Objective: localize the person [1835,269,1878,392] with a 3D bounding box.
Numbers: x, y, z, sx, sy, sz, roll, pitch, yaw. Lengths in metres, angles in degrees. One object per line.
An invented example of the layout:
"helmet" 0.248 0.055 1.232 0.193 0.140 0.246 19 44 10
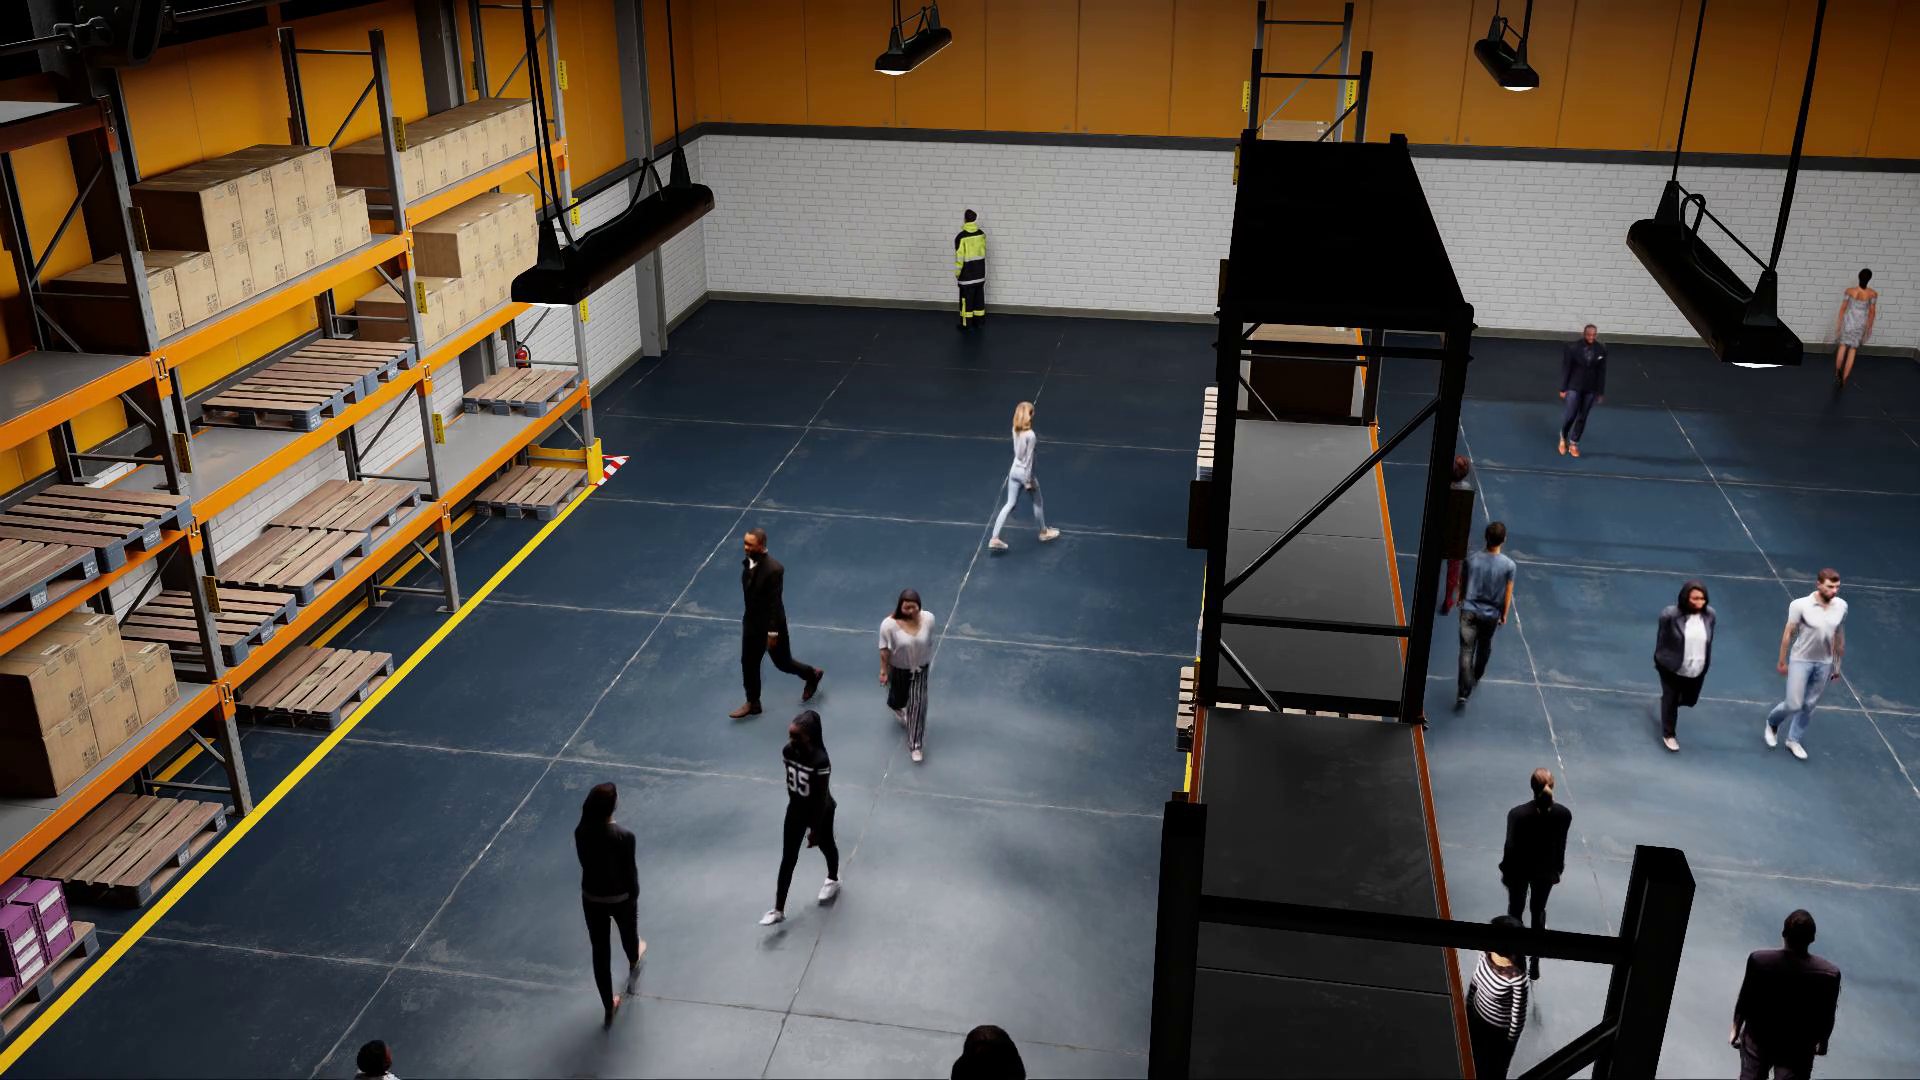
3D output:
"person" 13.029 -3.038 24.279 0.845 1.795 1.046 14 27 29

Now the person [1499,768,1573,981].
"person" 4.110 2.428 11.900 0.653 1.695 0.854 2 24 5

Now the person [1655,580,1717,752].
"person" 6.532 1.096 15.092 0.782 1.579 0.938 -1 24 -2

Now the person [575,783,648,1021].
"person" -2.470 2.550 11.579 0.689 1.729 1.047 1 24 3

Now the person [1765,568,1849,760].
"person" 7.543 1.057 14.857 0.736 1.838 0.763 -1 24 -3

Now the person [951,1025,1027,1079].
"person" 0.158 3.436 9.699 0.623 1.610 0.633 2 24 4

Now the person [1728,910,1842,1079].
"person" 5.016 3.117 10.163 0.931 1.825 1.175 12 26 25

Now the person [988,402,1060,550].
"person" 0.641 -0.688 18.960 1.181 1.751 1.180 -13 27 -27

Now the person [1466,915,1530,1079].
"person" 3.302 3.066 10.317 0.718 1.795 0.599 -8 25 -18

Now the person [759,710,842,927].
"person" -1.085 2.075 12.718 0.881 1.687 1.209 13 27 27

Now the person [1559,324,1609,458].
"person" 8.154 -1.999 21.891 0.726 1.805 0.699 1 24 2

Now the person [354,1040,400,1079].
"person" -3.468 3.539 9.915 0.665 1.250 0.920 12 27 26

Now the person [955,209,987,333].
"person" 0.164 -4.427 27.224 0.846 1.981 0.928 -18 29 -35

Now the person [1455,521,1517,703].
"person" 4.911 0.710 15.731 0.714 1.775 1.153 6 24 14

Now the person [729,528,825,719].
"person" -1.724 0.759 15.494 1.284 1.875 1.130 -21 31 -39

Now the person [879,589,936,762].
"person" -0.471 1.121 14.985 0.949 1.618 1.223 -5 24 -11
